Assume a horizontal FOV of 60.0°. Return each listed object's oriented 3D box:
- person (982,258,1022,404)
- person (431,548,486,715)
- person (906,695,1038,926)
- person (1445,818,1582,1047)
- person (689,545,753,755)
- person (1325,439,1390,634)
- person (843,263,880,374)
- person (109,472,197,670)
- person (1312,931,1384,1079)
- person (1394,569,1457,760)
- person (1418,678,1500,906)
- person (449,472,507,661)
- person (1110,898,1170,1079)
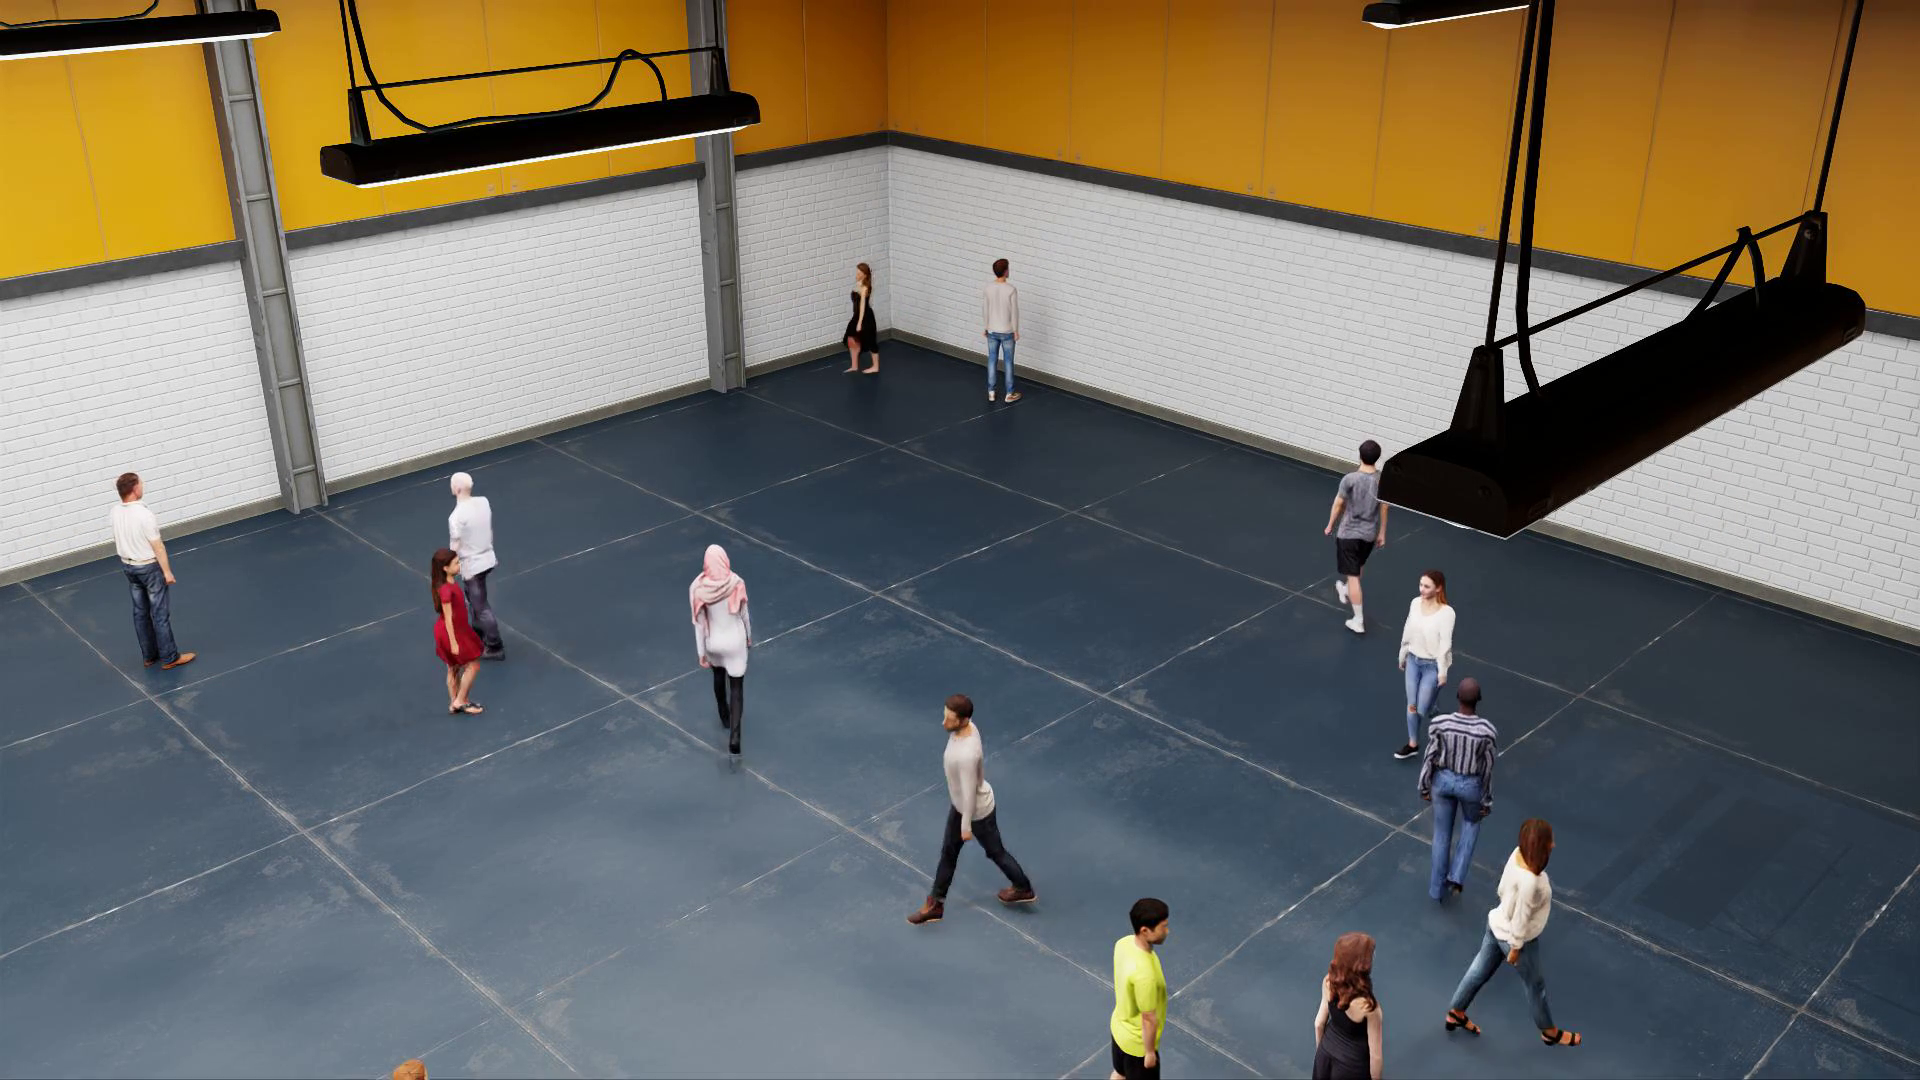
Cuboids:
[{"bbox_3d":[0.539,-2.754,21.871,0.730,1.903,0.703,10,25,21],"label":"person"},{"bbox_3d":[-4.397,0.800,14.184,0.746,1.547,0.679,-7,25,-16],"label":"person"},{"bbox_3d":[0.164,1.844,11.474,1.312,1.805,1.067,-4,24,-10],"label":"person"},{"bbox_3d":[3.353,2.435,10.323,1.061,1.644,1.079,4,24,8],"label":"person"},{"bbox_3d":[-1.916,0.914,13.646,1.156,1.770,1.149,-2,24,-5],"label":"person"},{"bbox_3d":[3.779,-0.005,15.662,1.172,1.840,1.139,-4,24,-10],"label":"person"},{"bbox_3d":[-1.289,-3.039,22.907,0.835,1.595,0.724,-7,24,-15],"label":"person"},{"bbox_3d":[-7.369,0.278,15.000,0.740,1.851,0.710,10,25,21],"label":"person"},{"bbox_3d":[2.096,2.901,9.134,0.527,1.743,0.608,-18,29,-36],"label":"person"},{"bbox_3d":[3.841,1.012,13.533,0.785,1.681,0.713,-15,28,-30],"label":"person"},{"bbox_3d":[3.462,1.807,11.584,0.771,1.785,0.774,8,25,17],"label":"person"},{"bbox_3d":[-4.317,0.259,15.085,0.926,1.817,0.876,6,24,14],"label":"person"},{"bbox_3d":[1.000,2.778,9.461,0.708,1.706,0.698,-5,24,-12],"label":"person"}]
